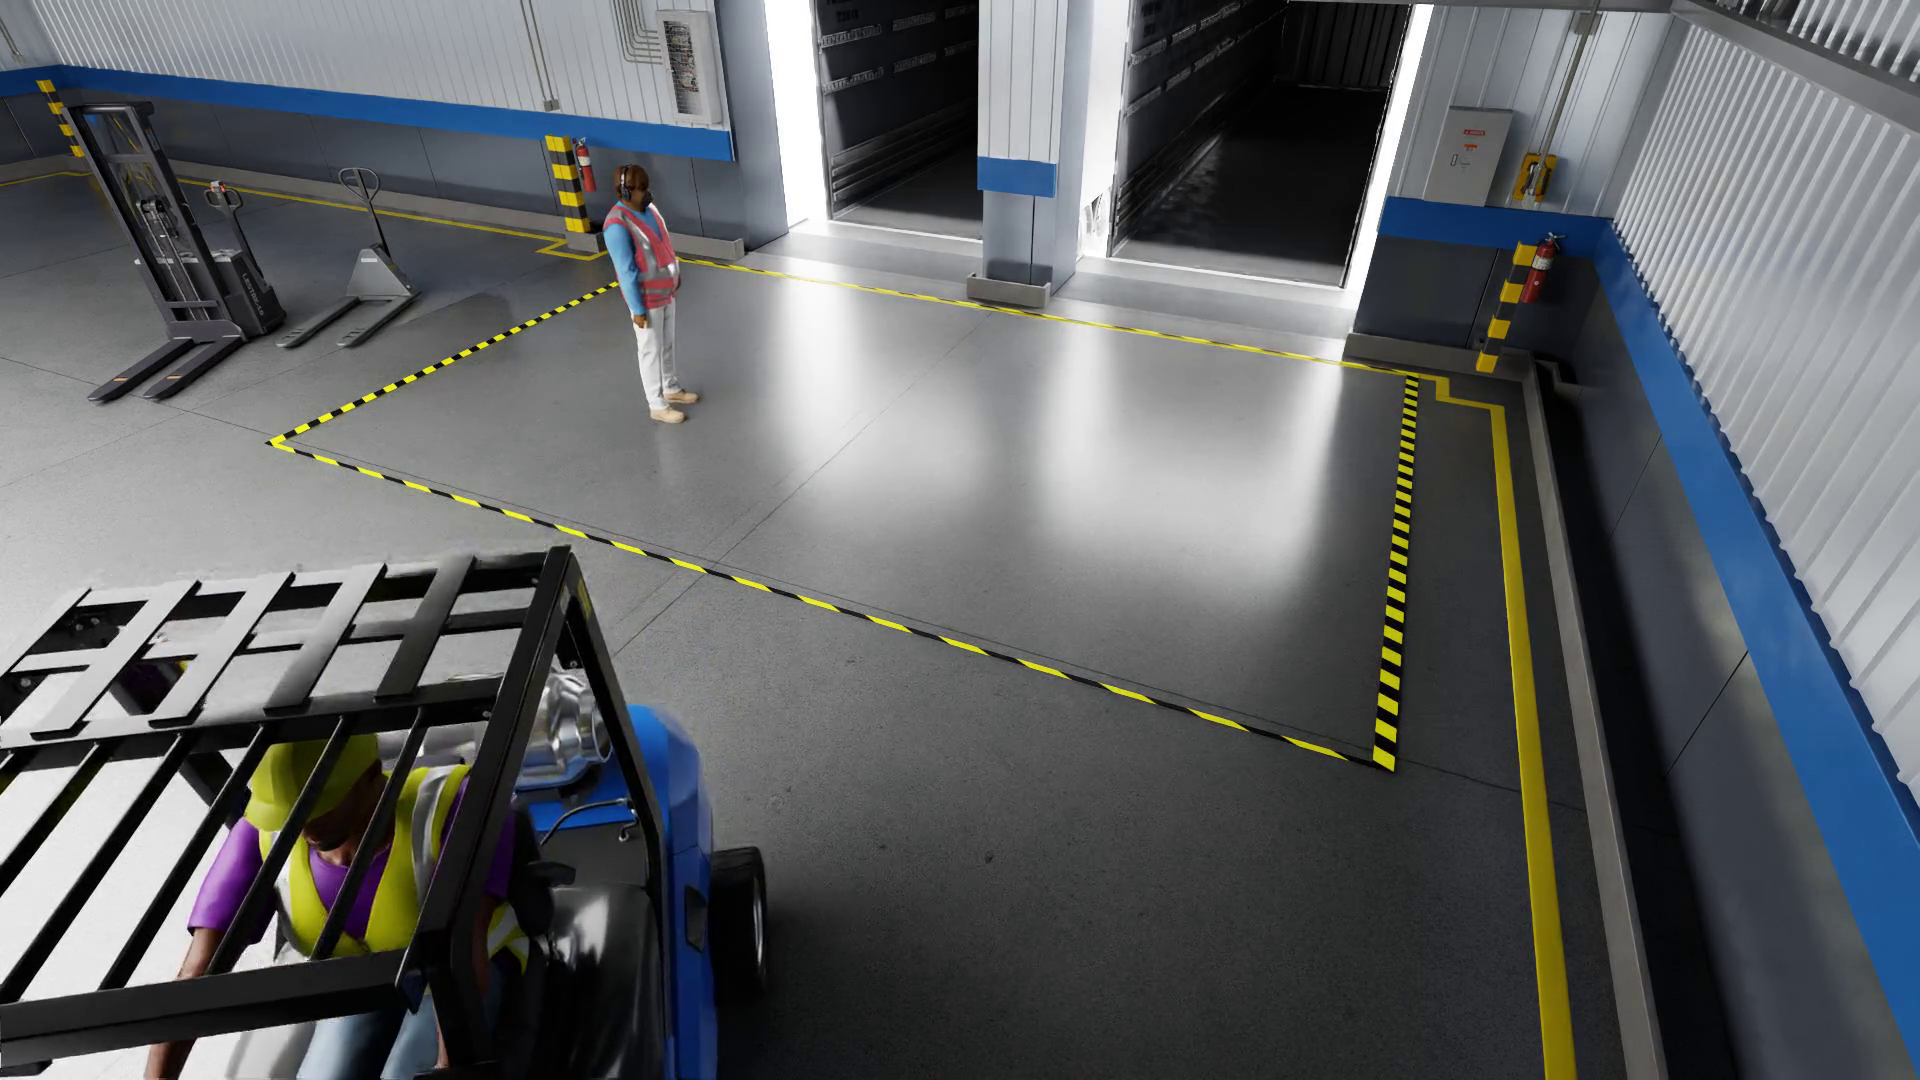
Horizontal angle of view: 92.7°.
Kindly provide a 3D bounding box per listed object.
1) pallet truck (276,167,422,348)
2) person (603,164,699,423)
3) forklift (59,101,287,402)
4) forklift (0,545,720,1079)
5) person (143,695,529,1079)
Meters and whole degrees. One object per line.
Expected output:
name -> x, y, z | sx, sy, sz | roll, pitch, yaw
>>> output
pallet truck -> -5.732, -2.611, 8.414 | 0.680, 1.201, 1.601 | -1, 35, -1
person -> -2.239, -1.776, 6.694 | 0.429, 1.841, 0.633 | 4, 35, 5
forklift -> -6.686, -2.387, 7.434 | 0.823, 1.965, 1.885 | -3, 35, -5
forklift -> -1.252, 1.183, 2.017 | 1.157, 2.036, 2.680 | -5, 35, -7
person -> -1.250, 1.064, 1.861 | 0.635, 1.294, 1.004 | -5, 35, -7
